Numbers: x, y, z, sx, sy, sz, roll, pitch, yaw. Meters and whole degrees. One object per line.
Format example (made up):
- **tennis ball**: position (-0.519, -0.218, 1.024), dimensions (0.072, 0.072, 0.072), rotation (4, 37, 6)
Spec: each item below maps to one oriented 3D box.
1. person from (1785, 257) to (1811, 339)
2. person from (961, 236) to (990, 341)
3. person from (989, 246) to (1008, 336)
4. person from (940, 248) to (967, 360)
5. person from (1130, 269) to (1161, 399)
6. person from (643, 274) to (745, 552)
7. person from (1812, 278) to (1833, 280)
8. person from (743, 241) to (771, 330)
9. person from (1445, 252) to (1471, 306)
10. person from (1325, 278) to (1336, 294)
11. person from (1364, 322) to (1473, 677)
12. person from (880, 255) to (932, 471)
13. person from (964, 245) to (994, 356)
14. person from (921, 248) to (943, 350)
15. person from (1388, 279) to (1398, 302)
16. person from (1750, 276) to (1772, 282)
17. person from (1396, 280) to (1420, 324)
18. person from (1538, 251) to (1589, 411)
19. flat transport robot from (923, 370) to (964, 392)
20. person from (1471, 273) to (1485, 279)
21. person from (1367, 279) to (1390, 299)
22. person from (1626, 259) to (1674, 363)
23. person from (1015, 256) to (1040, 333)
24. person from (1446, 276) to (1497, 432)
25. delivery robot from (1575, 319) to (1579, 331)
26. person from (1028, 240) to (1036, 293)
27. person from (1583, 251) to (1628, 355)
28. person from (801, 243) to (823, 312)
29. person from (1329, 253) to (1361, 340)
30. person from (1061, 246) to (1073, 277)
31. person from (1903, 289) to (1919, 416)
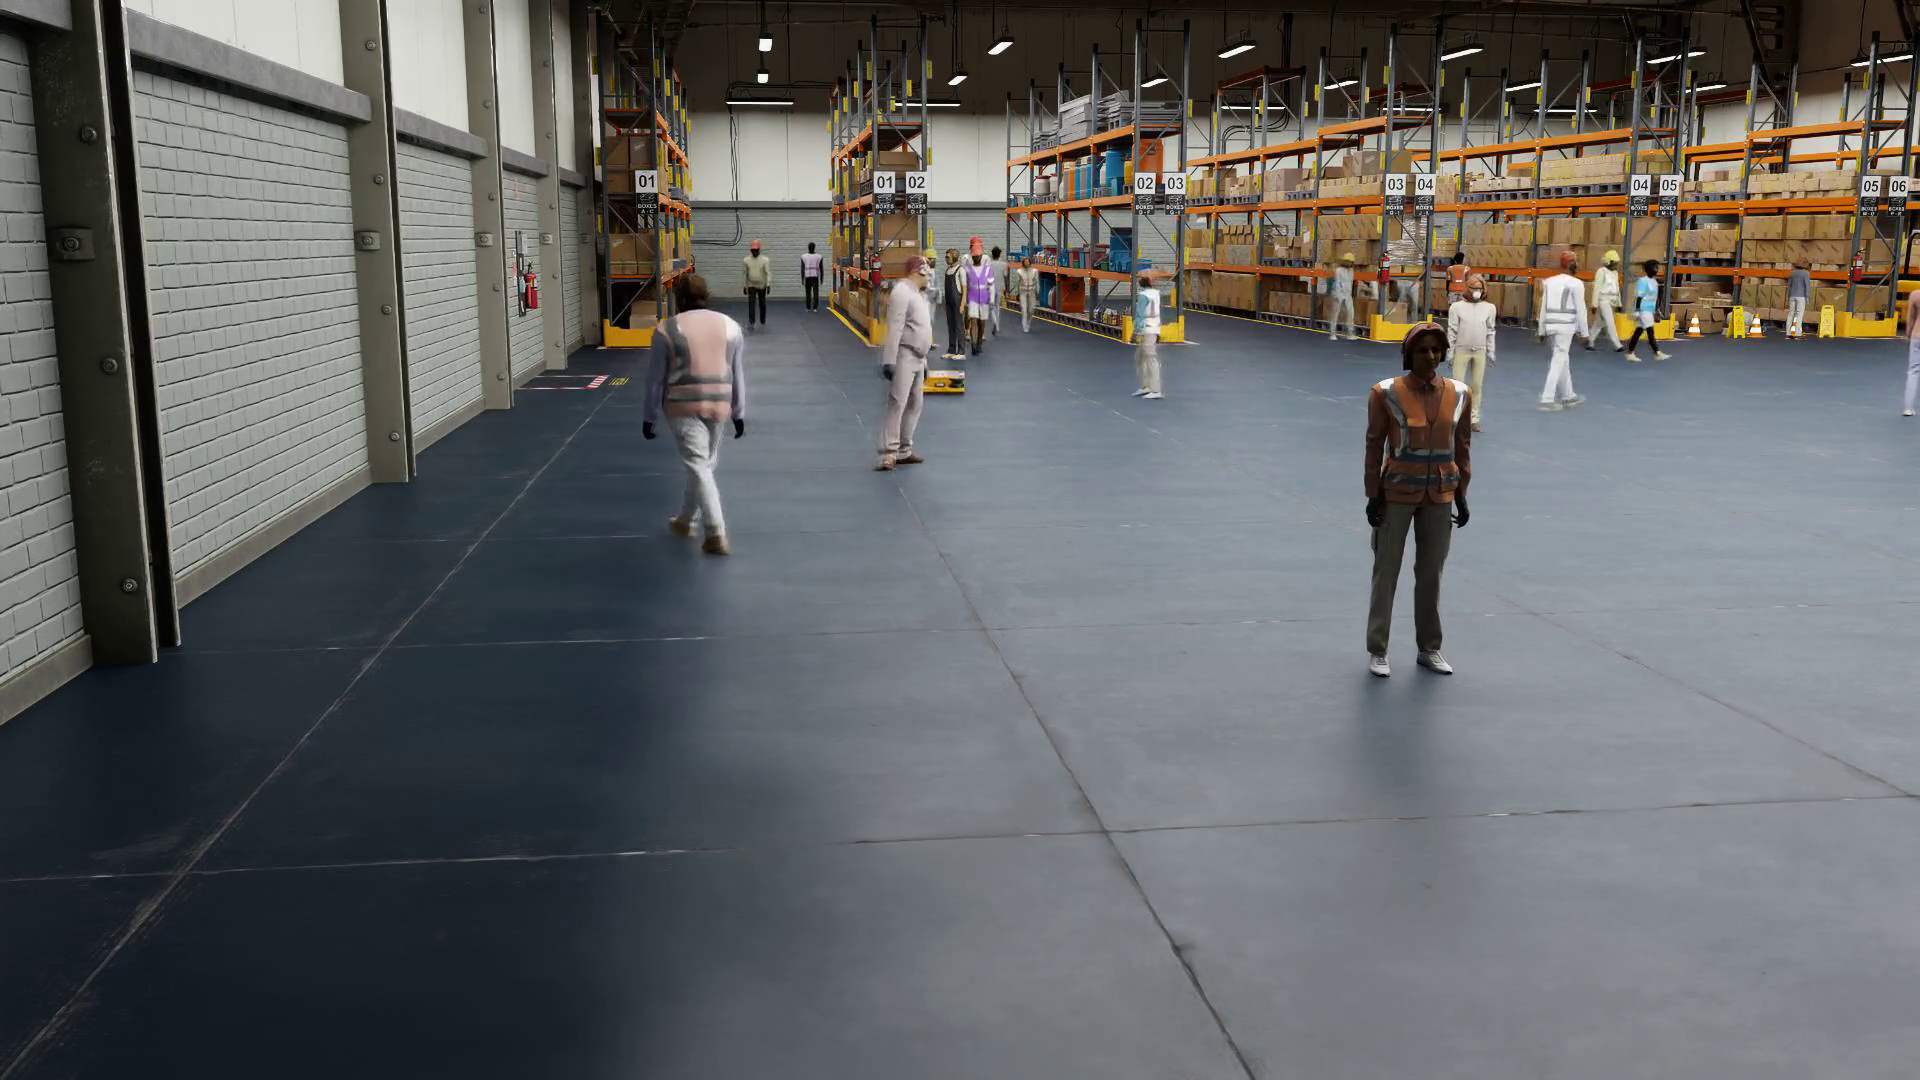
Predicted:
- **person**: position (16.646, -4.794, 32.997), dimensions (0.277, 1.633, 0.511), rotation (-4, 11, -19)
- **person**: position (0.311, -4.915, 32.526), dimensions (0.605, 2.045, 0.386), rotation (-2, 11, -13)
- **person**: position (0.726, -5.120, 34.212), dimensions (0.527, 1.845, 0.796), rotation (-2, 11, -10)
- **person**: position (-0.092, -3.891, 27.467), dimensions (0.332, 1.842, 0.508), rotation (-7, 13, -35)
- **person**: position (2.300, -2.576, 20.856), dimensions (0.567, 1.619, 0.518), rotation (4, 11, 22)
- **person**: position (-1.747, -0.836, 10.873), dimensions (0.647, 1.790, 0.984), rotation (-7, 13, -35)
- **person**: position (19.723, -5.891, 38.085), dimensions (0.675, 1.976, 0.439), rotation (-6, 12, -30)
- **person**: position (-4.478, -5.614, 36.673), dimensions (0.635, 1.938, 1.073), rotation (0, 10, 1)
- **person**: position (10.797, -5.386, 36.072), dimensions (0.535, 1.693, 0.322), rotation (3, 11, 16)
- **person**: position (10.410, -7.299, 46.294), dimensions (0.586, 1.797, 0.981), rotation (-1, 10, -3)
- **person**: position (2.113, -0.185, 7.707), dimensions (0.515, 1.641, 0.309), rotation (-1, 10, -8)
- **person**: position (-0.466, -1.557, 14.614), dimensions (0.409, 1.874, 0.801), rotation (3, 11, 15)
- **person**: position (0.310, -4.160, 28.823), dimensions (0.548, 1.904, 0.947), rotation (-1, 10, -5)
- **person**: position (-0.518, -4.294, 29.745), dimensions (0.514, 1.814, 0.624), rotation (7, 13, 34)
- **person**: position (9.620, -5.562, 36.388), dimensions (0.466, 1.928, 0.641), rotation (-7, 12, -34)
- **person**: position (19.175, -6.167, 39.833), dimensions (0.646, 1.884, 1.048), rotation (-1, 10, -5)
- **person**: position (9.591, -5.375, 35.442), dimensions (0.634, 1.895, 0.953), rotation (-1, 10, -6)
- **person**: position (7.169, -2.445, 19.517), dimensions (0.889, 1.846, 0.601), rotation (-4, 11, -22)
- **flat transport robot**: position (-0.268, -2.106, 21.994), dimensions (0.652, 0.197, 1.431), rotation (0, 10, 0)
- **person**: position (15.813, -8.155, 50.912), dimensions (0.514, 1.806, 0.952), rotation (3, 11, 14)
- **person**: position (11.033, -6.846, 43.842), dimensions (0.623, 1.798, 0.965), rotation (-2, 10, -10)
- **person**: position (11.121, -3.663, 26.696), dimensions (0.836, 1.652, 0.557), rotation (9, 14, 40)
- **person**: position (1.427, -5.244, 35.464), dimensions (0.525, 1.624, 0.549), rotation (-1, 10, -6)
- **person**: position (5.301, -1.908, 17.251), dimensions (0.510, 1.626, 0.428), rotation (-1, 10, -3)
- **delivery robot**: position (11.960, -4.293, 32.947), dimensions (0.477, 0.478, 0.707), rotation (-1, 10, -5)
- **person**: position (2.216, -8.330, 51.543), dimensions (0.633, 1.936, 0.353), rotation (-2, 11, -11)
- **person**: position (11.256, -4.111, 28.842), dimensions (0.616, 1.782, 0.922), rotation (-10, 14, -43)
- **person**: position (-4.005, -7.125, 45.158), dimensions (0.611, 1.859, 1.022), rotation (-2, 10, -9)
- **person**: position (7.558, -4.752, 32.567), dimensions (0.514, 1.697, 0.852), rotation (-5, 11, -24)
- **person**: position (2.996, -7.546, 47.779), dimensions (0.536, 1.777, 0.409), rotation (-2, 11, -12)
- **person**: position (10.918, -2.249, 18.699), dimensions (0.322, 1.766, 0.533), rotation (-10, 14, -43)
